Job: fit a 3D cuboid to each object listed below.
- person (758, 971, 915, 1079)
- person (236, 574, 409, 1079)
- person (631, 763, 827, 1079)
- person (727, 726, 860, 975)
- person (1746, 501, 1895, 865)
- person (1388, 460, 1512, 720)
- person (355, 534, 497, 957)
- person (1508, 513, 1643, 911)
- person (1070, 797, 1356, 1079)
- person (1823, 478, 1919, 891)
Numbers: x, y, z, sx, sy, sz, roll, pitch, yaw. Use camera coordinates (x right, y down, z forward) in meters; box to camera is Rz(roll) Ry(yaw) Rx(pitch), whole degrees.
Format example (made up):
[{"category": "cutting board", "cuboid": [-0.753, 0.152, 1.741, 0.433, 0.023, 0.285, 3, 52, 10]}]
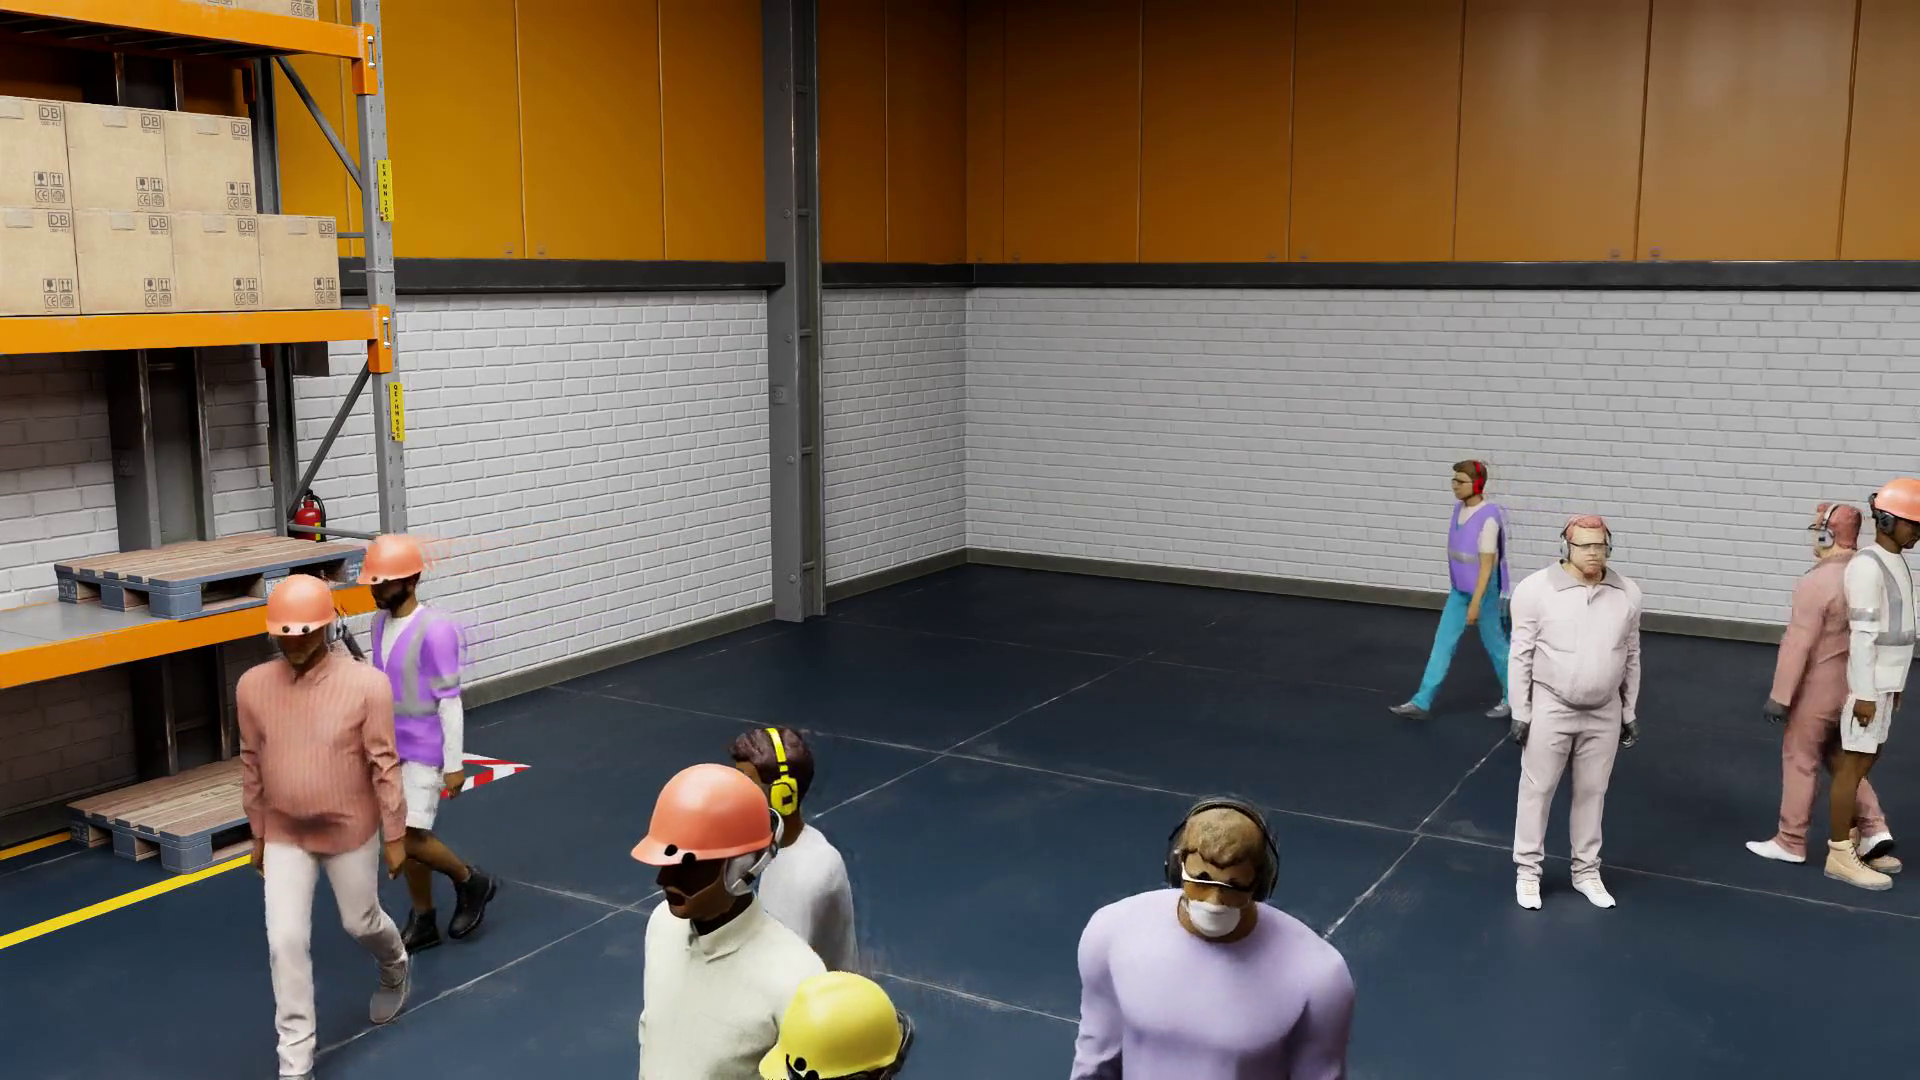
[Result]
[{"category": "person", "cuboid": [-0.218, 1.659, 3.138, 0.344, 1.766, 0.533, -5, 10, -28]}, {"category": "person", "cuboid": [-2.384, 1.058, 6.313, 0.623, 1.958, 0.937, 0, 9, 0]}, {"category": "person", "cuboid": [-0.518, 1.456, 3.671, 0.610, 1.996, 0.386, 9, 13, 44]}, {"category": "person", "cuboid": [-0.484, 1.407, 4.553, 0.996, 1.816, 0.522, -4, 10, -22]}, {"category": "person", "cuboid": [4.396, 0.747, 8.424, 0.680, 1.891, 0.580, -5, 10, -28]}, {"category": "person", "cuboid": [3.434, 0.353, 11.202, 0.993, 1.788, 0.581, -2, 9, -11]}, {"category": "person", "cuboid": [-2.389, 0.908, 7.323, 0.567, 1.919, 0.486, 8, 12, 42]}, {"category": "person", "cuboid": [2.938, 0.818, 7.937, 0.638, 1.909, 0.408, 0, 9, -3]}, {"category": "person", "cuboid": [0.565, 1.471, 3.822, 0.654, 1.915, 0.515, 3, 10, 19]}, {"category": "person", "cuboid": [4.580, 0.701, 8.272, 0.395, 2.033, 0.605, 8, 12, 39]}]
